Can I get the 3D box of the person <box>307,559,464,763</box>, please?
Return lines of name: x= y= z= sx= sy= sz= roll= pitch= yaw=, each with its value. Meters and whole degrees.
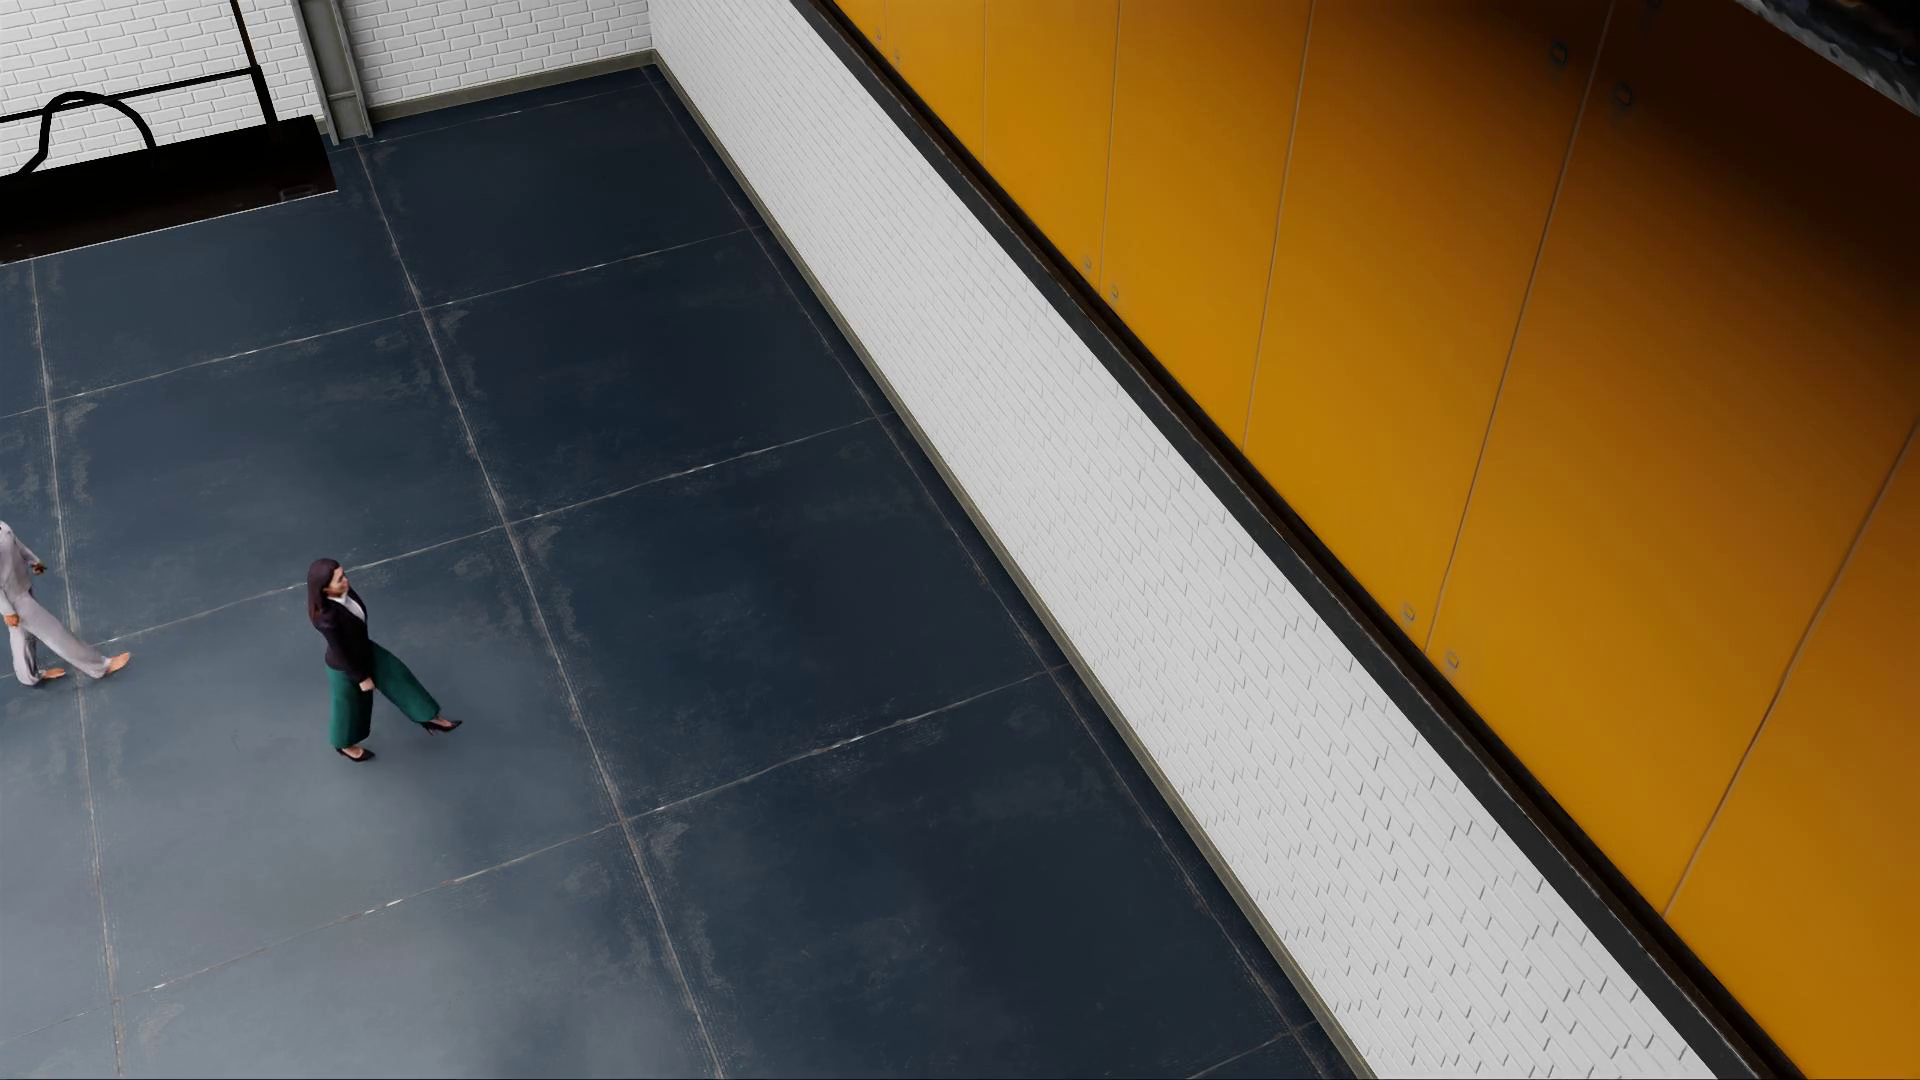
person: x=-3.808 y=0.776 z=10.209 sx=1.108 sy=1.702 sz=0.859 roll=-4 pitch=44 yaw=-4

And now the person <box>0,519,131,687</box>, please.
person: x=-6.163 y=0.331 z=10.670 sx=0.937 sy=1.710 sz=0.668 roll=-16 pitch=46 yaw=-16
